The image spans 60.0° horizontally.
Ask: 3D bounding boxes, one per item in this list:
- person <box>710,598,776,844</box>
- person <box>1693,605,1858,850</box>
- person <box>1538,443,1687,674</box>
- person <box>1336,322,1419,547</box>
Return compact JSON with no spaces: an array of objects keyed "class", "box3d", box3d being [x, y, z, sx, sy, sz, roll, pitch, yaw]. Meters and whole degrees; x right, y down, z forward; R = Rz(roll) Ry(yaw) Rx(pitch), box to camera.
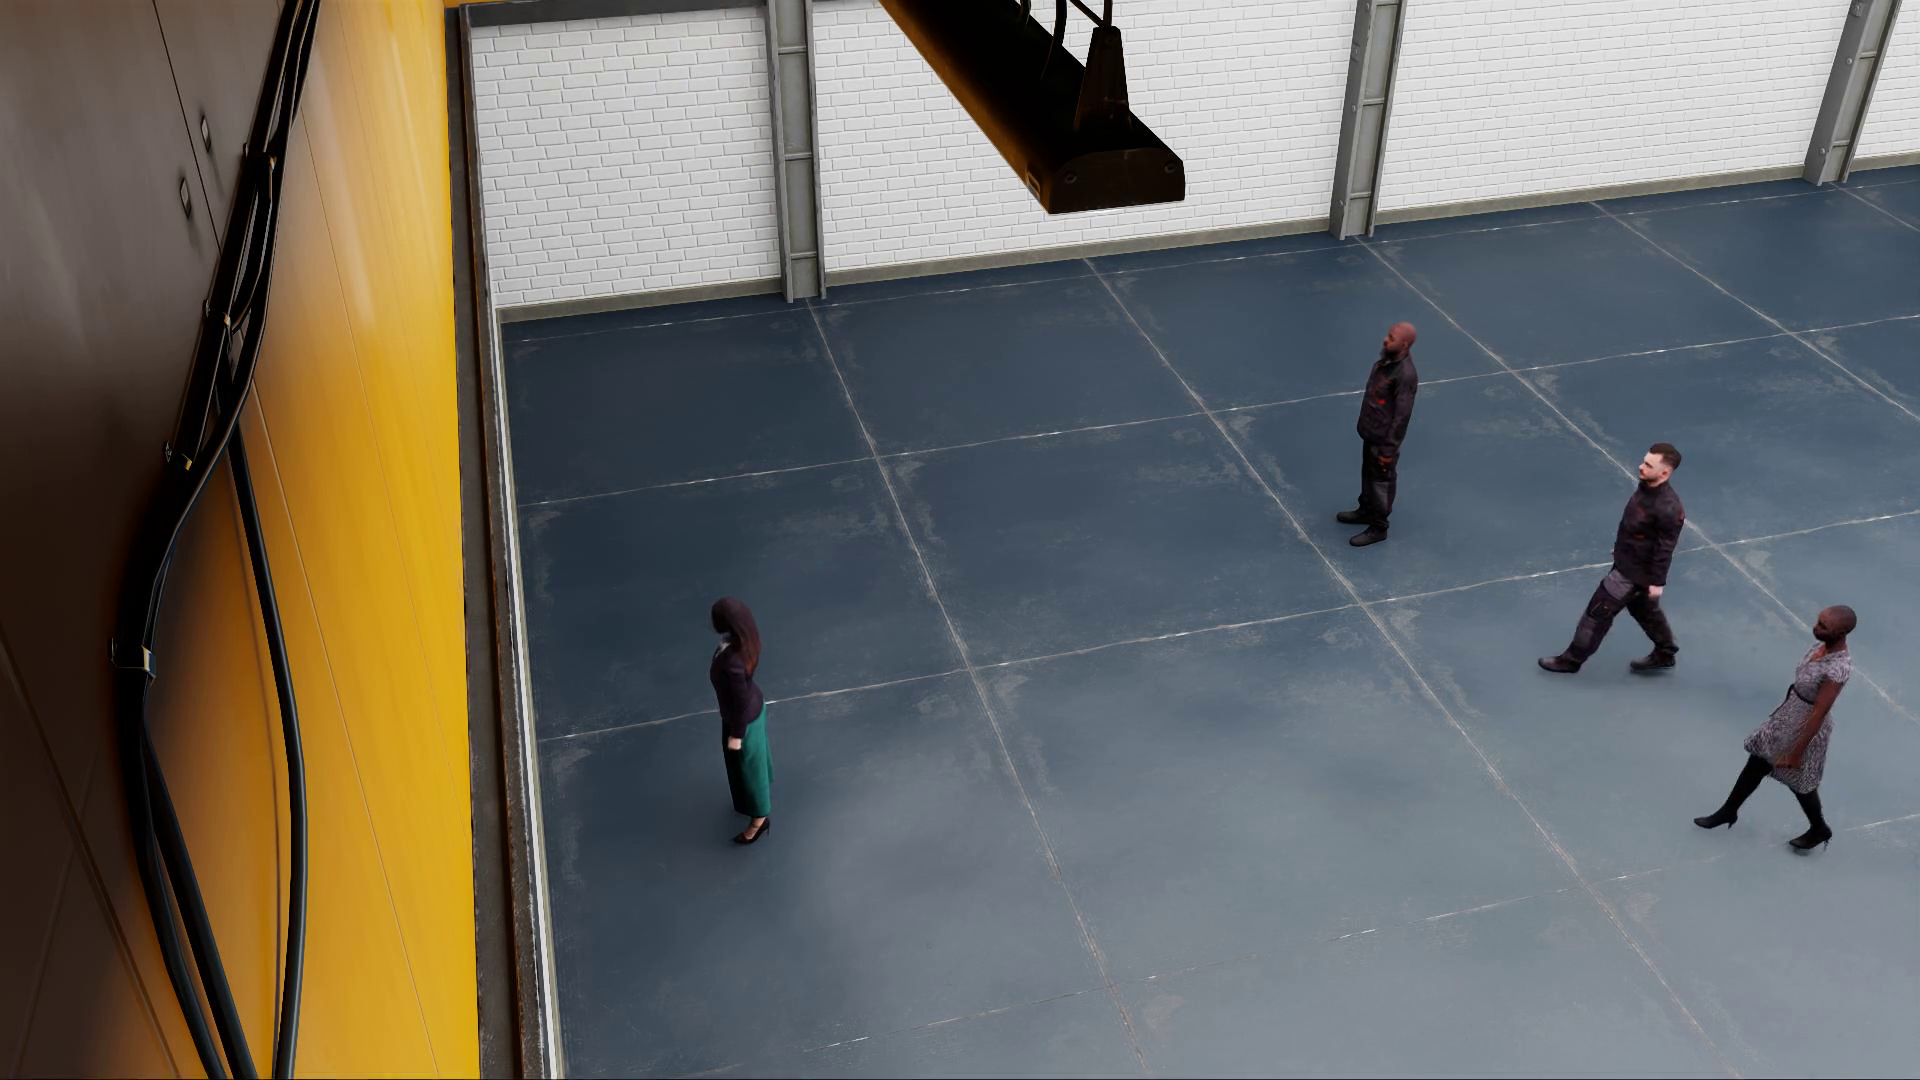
[{"class":"person","box3d":[-1.280,1.050,9.845,0.603,1.742,0.675,-1,34,-1]},{"class":"person","box3d":[4.982,1.143,9.689,1.096,1.760,0.929,7,34,10]},{"class":"person","box3d":[4.612,0.168,11.107,1.289,1.813,1.016,3,34,5]},{"class":"person","box3d":[3.231,-0.831,12.601,0.650,1.825,0.727,-4,34,-5]}]
